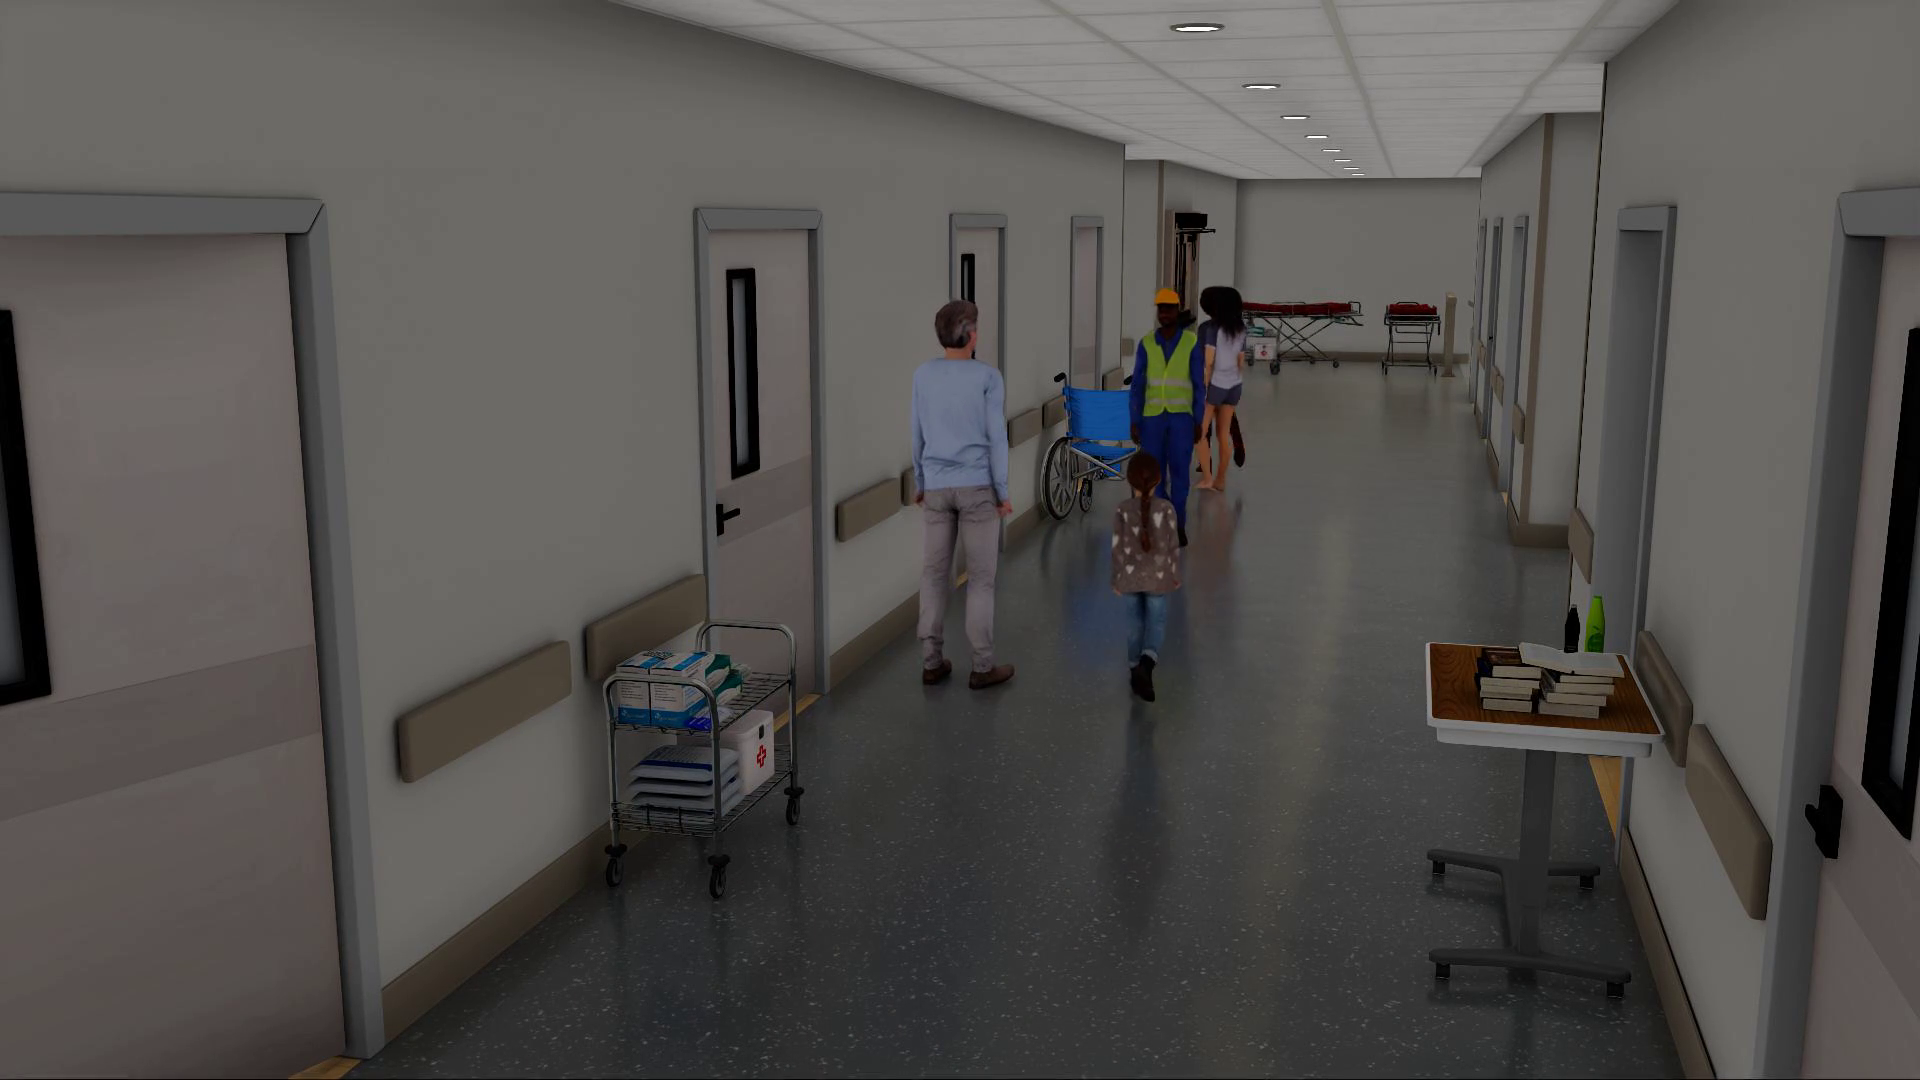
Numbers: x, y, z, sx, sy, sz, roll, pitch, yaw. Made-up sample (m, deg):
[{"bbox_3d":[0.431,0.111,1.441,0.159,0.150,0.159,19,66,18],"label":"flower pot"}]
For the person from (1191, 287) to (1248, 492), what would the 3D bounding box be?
[{"bbox_3d":[2.243,-1.249,13.964,0.727,1.728,0.789,-8,13,-36],"label":"person"}]

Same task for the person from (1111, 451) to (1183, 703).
[{"bbox_3d":[0.878,0.185,7.877,0.484,1.182,0.742,3,11,15],"label":"person"}]

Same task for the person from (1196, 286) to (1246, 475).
[{"bbox_3d":[2.326,-1.387,14.797,0.882,1.690,1.066,-3,11,-14],"label":"person"}]

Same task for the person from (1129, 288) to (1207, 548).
[{"bbox_3d":[1.464,-0.857,11.711,0.664,1.799,0.650,3,11,14],"label":"person"}]

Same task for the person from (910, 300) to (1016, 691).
[{"bbox_3d":[-0.008,-0.227,8.142,0.701,1.892,0.613,5,12,24],"label":"person"}]
